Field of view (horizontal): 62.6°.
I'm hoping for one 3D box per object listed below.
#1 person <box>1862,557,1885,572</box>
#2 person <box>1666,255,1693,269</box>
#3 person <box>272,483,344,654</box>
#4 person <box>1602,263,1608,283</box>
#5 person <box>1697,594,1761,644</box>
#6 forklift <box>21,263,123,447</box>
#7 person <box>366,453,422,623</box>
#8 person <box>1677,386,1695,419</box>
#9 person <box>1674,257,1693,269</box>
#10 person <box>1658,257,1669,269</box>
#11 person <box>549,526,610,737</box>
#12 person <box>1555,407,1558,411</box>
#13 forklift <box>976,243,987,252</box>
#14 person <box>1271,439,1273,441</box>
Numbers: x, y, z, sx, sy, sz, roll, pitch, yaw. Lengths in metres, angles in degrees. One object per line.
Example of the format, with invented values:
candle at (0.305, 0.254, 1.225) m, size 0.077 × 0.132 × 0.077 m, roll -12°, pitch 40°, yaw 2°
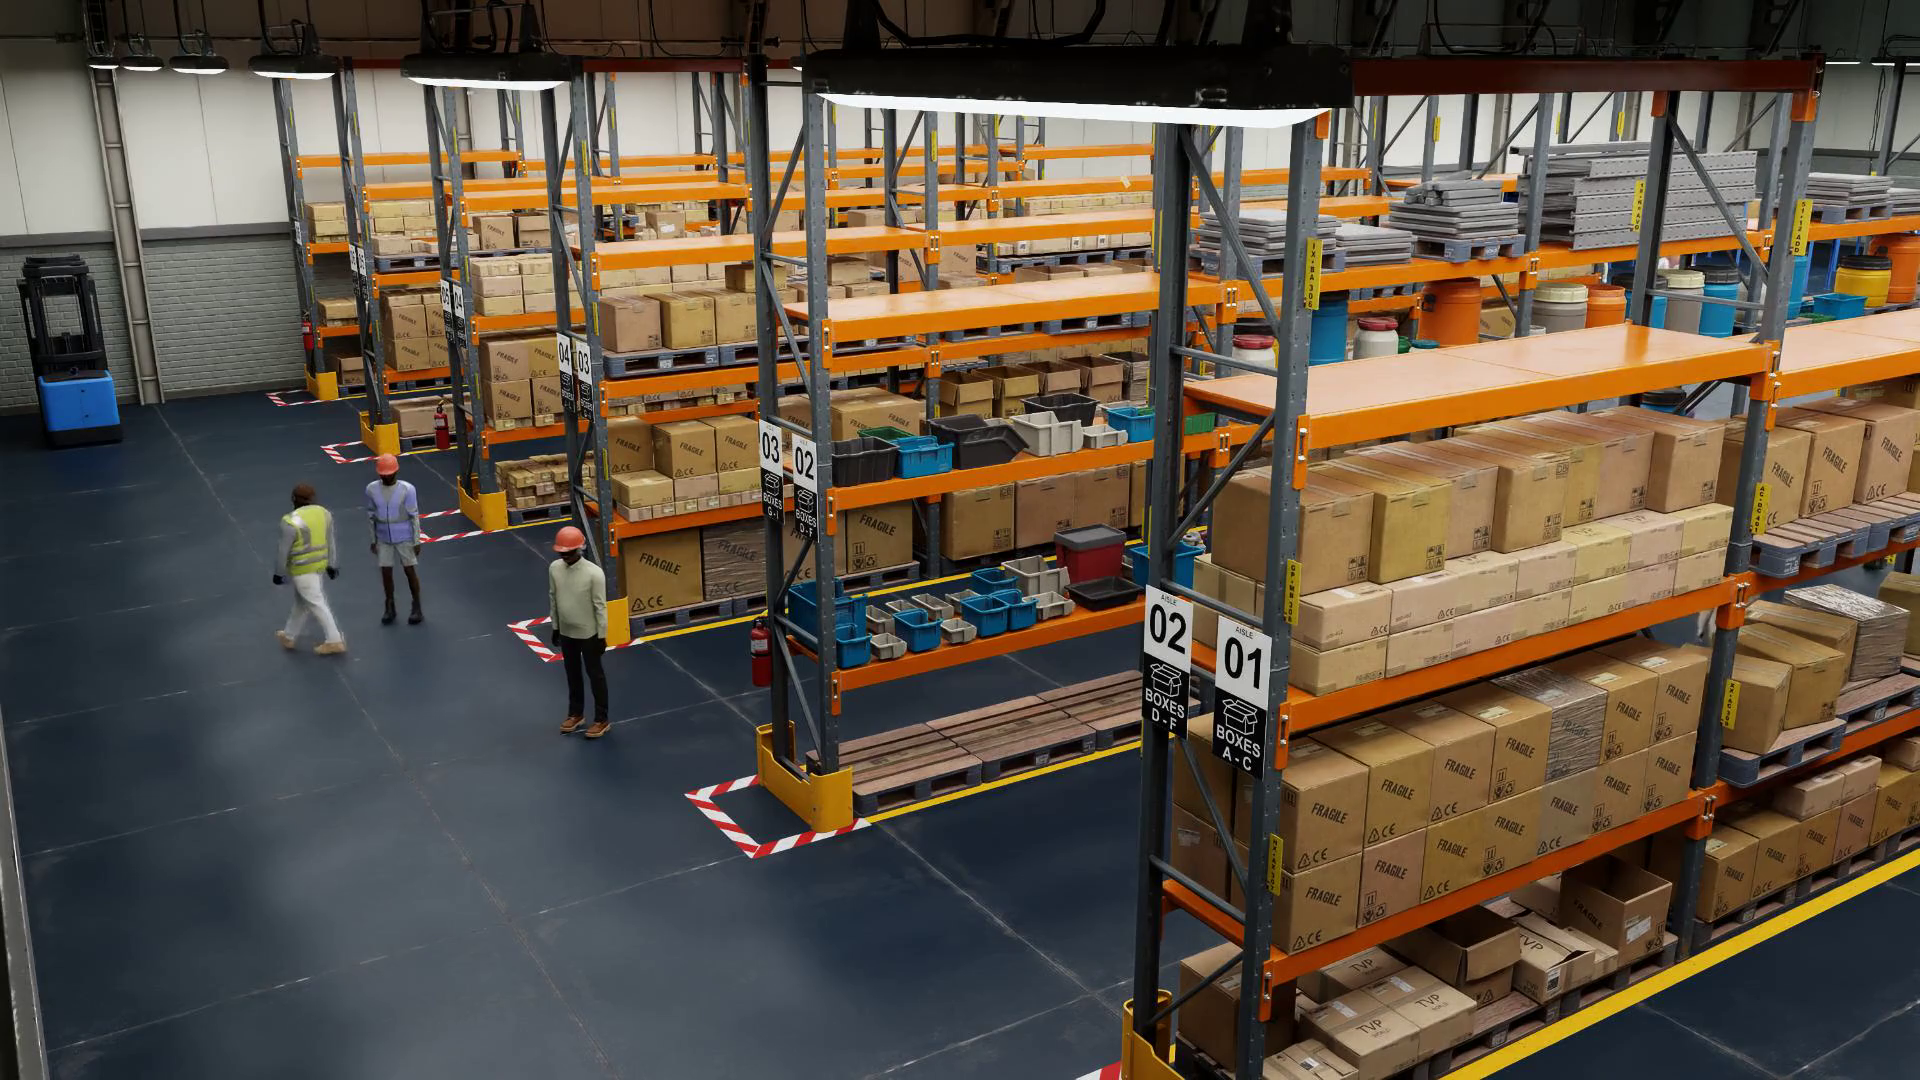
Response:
person at (11.090, -0.565, 19.009) m, size 0.563 × 1.919 × 0.556 m, roll -12°, pitch 20°, yaw -34°
person at (17.893, -6.767, 39.308) m, size 0.626 × 1.950 × 1.004 m, roll 8°, pitch 19°, yaw 24°
person at (-6.847, 0.296, 16.428) m, size 0.854 × 1.780 × 0.612 m, roll 3°, pitch 17°, yaw 11°
person at (17.800, -8.058, 43.686) m, size 0.516 × 1.864 × 0.319 m, roll -8°, pitch 19°, yaw -25°
person at (7.250, 0.872, 14.862) m, size 0.880 × 1.579 × 0.512 m, roll -12°, pitch 21°, yaw -35°
forklift at (-14.518, -3.079, 25.708) m, size 1.129 × 2.768 × 1.873 m, roll -10°, pitch 20°, yaw -31°
person at (-6.180, -0.026, 17.243) m, size 0.553 × 1.926 × 0.394 m, roll 0°, pitch 17°, yaw 0°
person at (9.486, -1.243, 21.203) m, size 0.371 × 1.941 × 0.627 m, roll -10°, pitch 20°, yaw -29°
person at (16.290, -5.591, 35.577) m, size 0.517 × 1.873 × 0.334 m, roll 5°, pitch 18°, yaw 16°
person at (16.301, -6.023, 36.990) m, size 0.955 × 1.879 × 0.562 m, roll -11°, pitch 20°, yaw -31°
person at (-3.473, 0.821, 14.362) m, size 0.617 × 1.987 × 0.406 m, roll 8°, pitch 19°, yaw 25°
person at (10.528, -3.202, 27.812) m, size 0.563 × 1.834 × 0.962 m, roll 13°, pitch 21°, yaw 37°
forklift at (0.988, -5.474, 34.718) m, size 1.214 × 2.155 × 2.313 m, roll -10°, pitch 20°, yaw -31°
person at (5.344, -2.362, 25.468) m, size 0.833 × 1.588 × 0.476 m, roll -7°, pitch 18°, yaw -21°
